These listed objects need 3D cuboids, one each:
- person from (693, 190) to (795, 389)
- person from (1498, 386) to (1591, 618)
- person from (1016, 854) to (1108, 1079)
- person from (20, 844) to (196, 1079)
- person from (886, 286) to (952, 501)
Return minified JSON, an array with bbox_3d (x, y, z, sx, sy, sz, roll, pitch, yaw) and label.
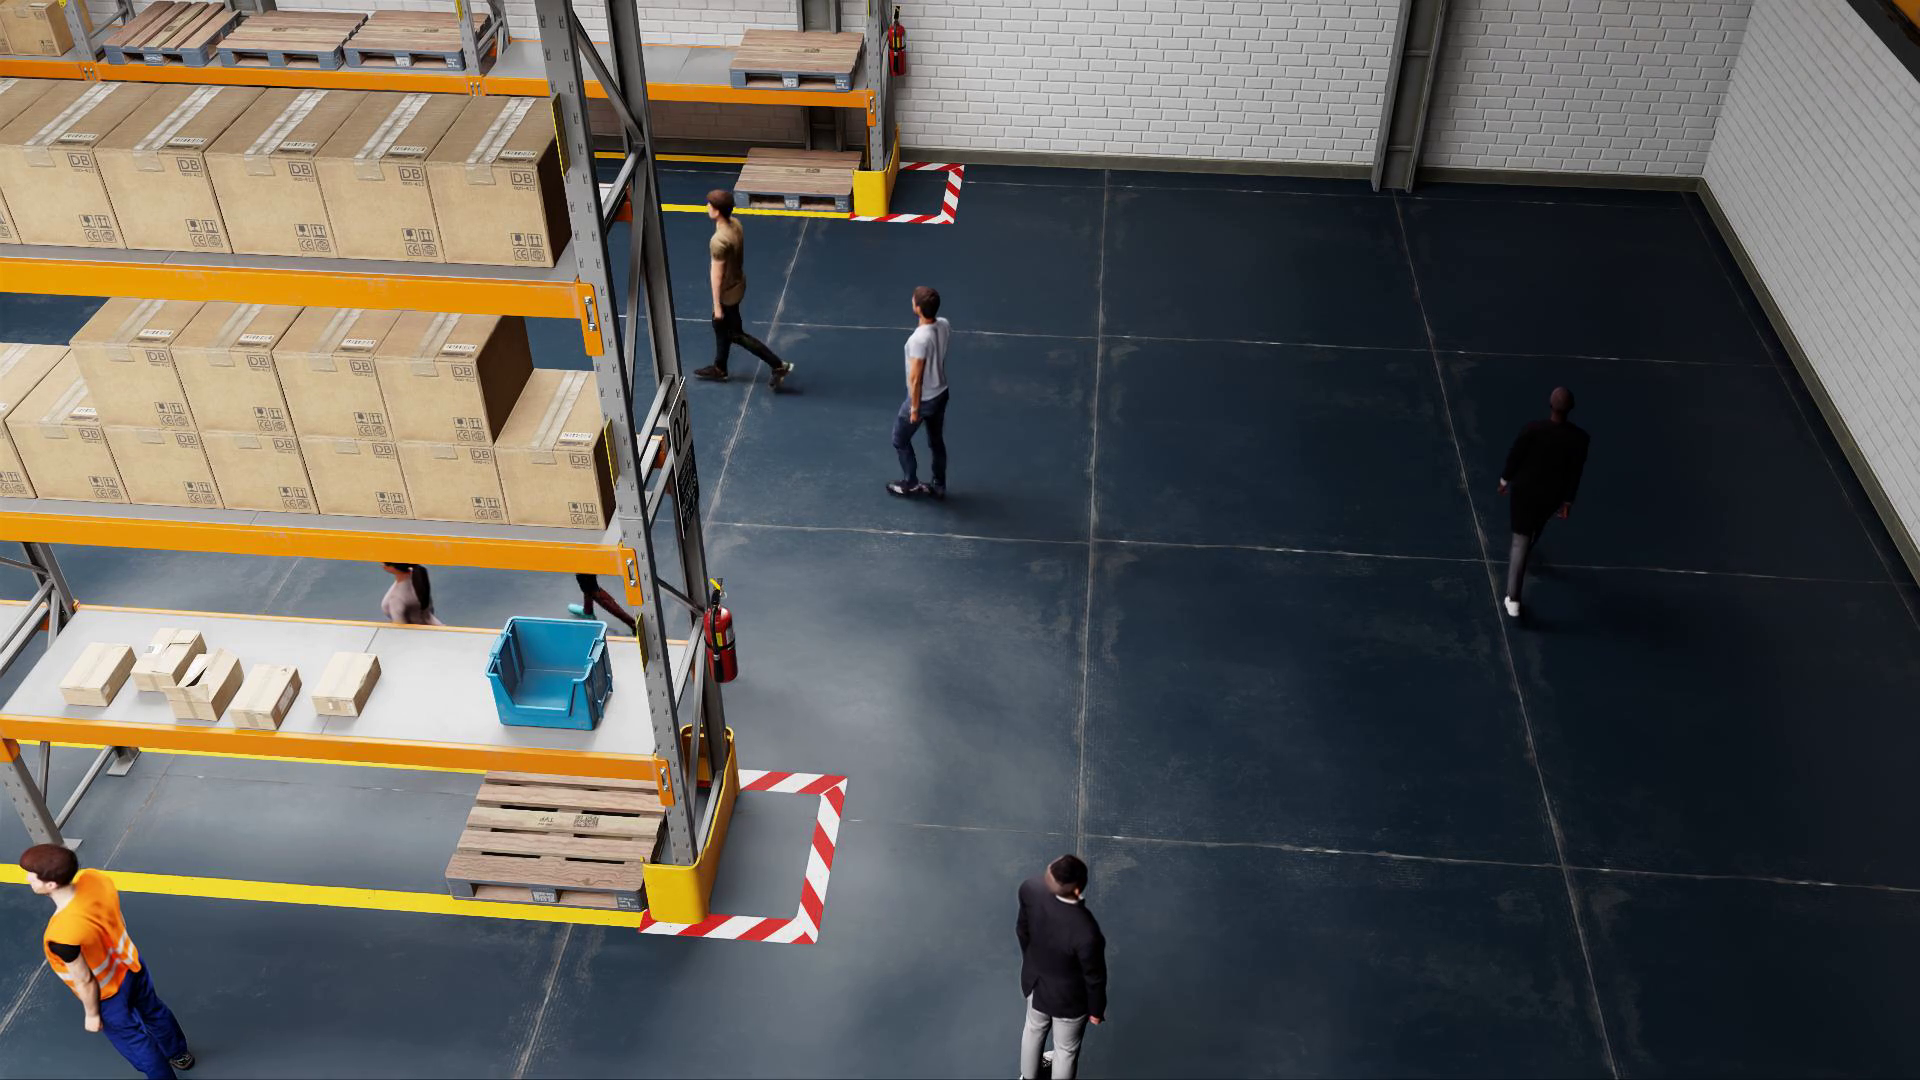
[{"bbox_3d":[-1.855,-2.065,13.951,1.181,1.826,0.733,6,39,8],"label":"person"},{"bbox_3d":[4.082,-0.244,11.764,1.176,1.710,0.838,8,39,10],"label":"person"},{"bbox_3d":[0.497,2.233,8.470,0.850,1.949,0.772,-31,48,-33],"label":"person"},{"bbox_3d":[-4.359,2.228,8.526,0.649,1.888,0.708,-1,39,-1],"label":"person"},{"bbox_3d":[-0.188,-1.067,12.676,0.858,1.858,0.820,23,44,26],"label":"person"}]
